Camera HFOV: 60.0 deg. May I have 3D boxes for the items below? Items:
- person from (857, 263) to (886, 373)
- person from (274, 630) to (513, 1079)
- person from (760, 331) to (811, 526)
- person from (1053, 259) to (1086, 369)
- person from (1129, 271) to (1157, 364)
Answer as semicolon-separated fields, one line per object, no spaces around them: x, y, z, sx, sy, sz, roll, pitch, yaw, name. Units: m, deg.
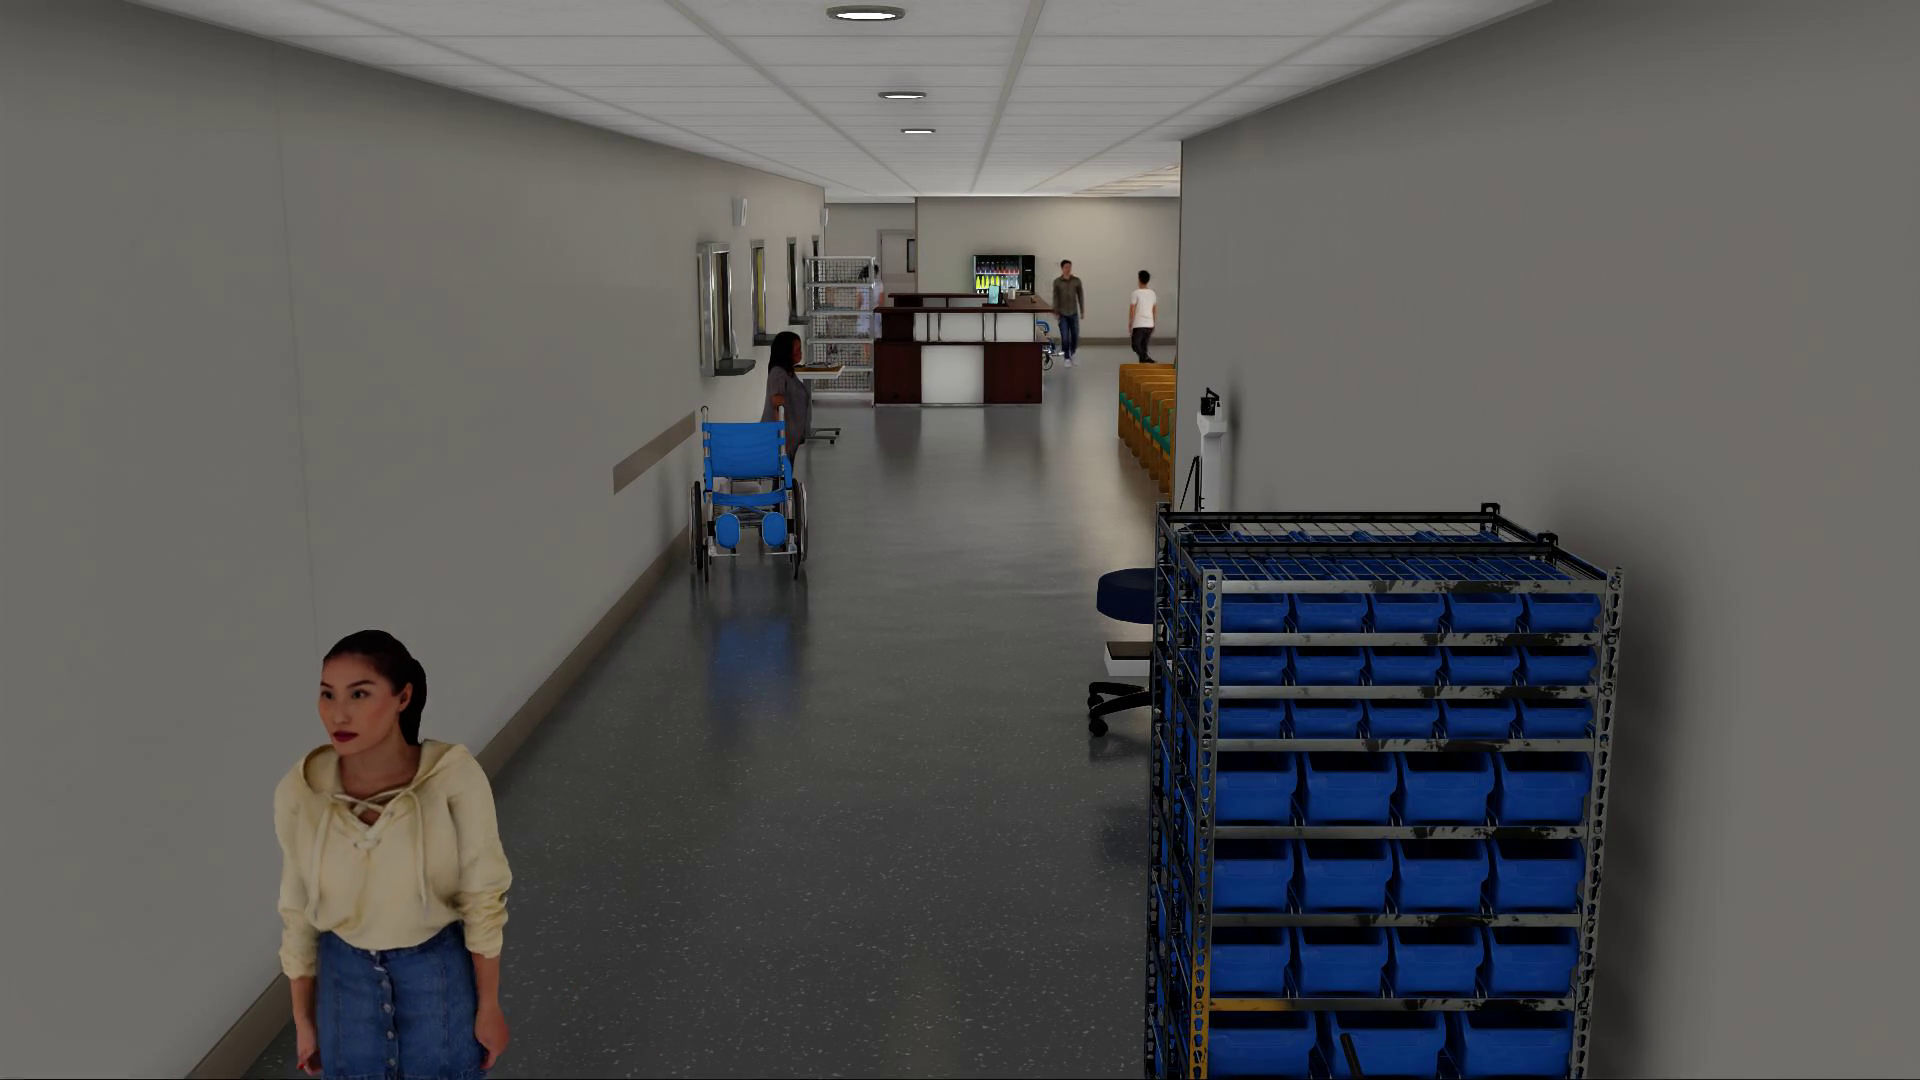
-1.451;-3.581;27.142;0.980;1.782;0.732;-1;11;-4;person
-1.182;0.967;3.602;0.673;1.623;0.695;0;11;1;person
-1.441;-0.872;13.346;0.660;1.602;0.647;-1;11;-4;person
1.841;-3.871;28.495;0.722;1.848;0.832;-2;11;-12;person
2.962;-3.443;26.638;0.938;1.699;0.889;-5;12;-24;person
